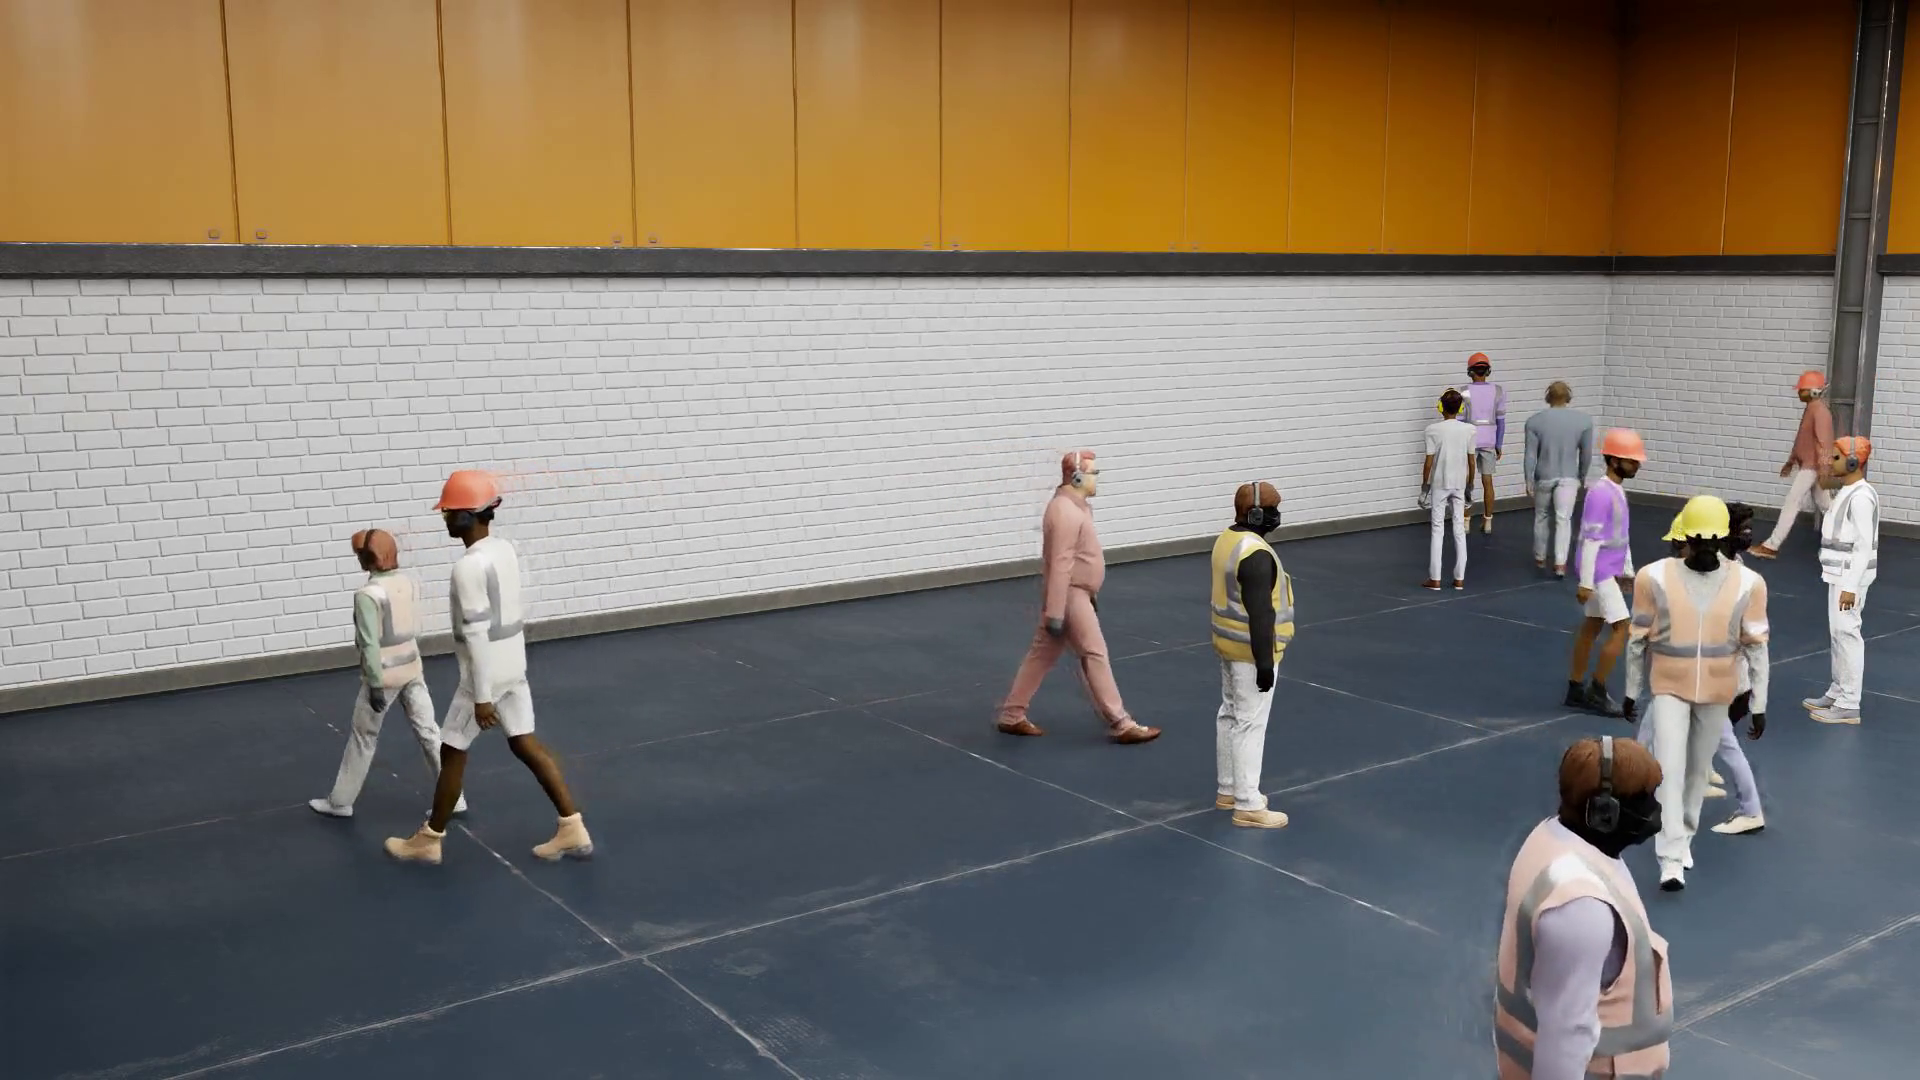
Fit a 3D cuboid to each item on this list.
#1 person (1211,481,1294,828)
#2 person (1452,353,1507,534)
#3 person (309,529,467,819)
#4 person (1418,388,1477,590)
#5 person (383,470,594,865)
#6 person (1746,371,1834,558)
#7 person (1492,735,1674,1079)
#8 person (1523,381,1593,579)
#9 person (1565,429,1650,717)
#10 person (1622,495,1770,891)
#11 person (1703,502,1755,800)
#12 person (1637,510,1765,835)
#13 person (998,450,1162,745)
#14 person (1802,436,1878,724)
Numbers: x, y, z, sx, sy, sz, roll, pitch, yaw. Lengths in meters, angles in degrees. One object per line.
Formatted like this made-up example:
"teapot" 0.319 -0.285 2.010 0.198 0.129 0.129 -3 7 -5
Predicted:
"person" 1.563 0.600 8.895 0.429 1.842 0.634 -1 9 -7
"person" 5.796 -1.082 18.684 0.605 2.034 0.389 0 9 -2
"person" -3.062 0.725 8.898 0.876 1.588 0.543 2 9 13
"person" 4.505 -0.465 15.386 0.512 1.870 0.329 0 9 -3
"person" -2.325 0.642 8.207 1.052 1.992 0.634 1 9 7
"person" 8.698 -0.757 16.994 1.043 1.944 0.628 4 10 21
"person" 1.663 1.374 4.272 0.944 1.789 0.650 2 9 14
"person" 5.780 -0.592 16.126 0.634 1.897 1.006 3 10 17
"person" 4.323 0.219 11.016 0.592 1.913 0.555 5 10 26
"person" 3.515 0.735 7.919 0.617 1.880 0.943 3 10 16
"person" 4.225 0.621 9.251 0.374 1.681 0.550 7 12 37
"person" 3.802 0.695 8.709 0.940 1.715 0.530 1 9 6
"person" 0.712 0.361 10.357 1.036 1.851 0.664 0 9 2
"person" 5.791 0.257 10.878 0.338 1.882 0.583 3 10 20
